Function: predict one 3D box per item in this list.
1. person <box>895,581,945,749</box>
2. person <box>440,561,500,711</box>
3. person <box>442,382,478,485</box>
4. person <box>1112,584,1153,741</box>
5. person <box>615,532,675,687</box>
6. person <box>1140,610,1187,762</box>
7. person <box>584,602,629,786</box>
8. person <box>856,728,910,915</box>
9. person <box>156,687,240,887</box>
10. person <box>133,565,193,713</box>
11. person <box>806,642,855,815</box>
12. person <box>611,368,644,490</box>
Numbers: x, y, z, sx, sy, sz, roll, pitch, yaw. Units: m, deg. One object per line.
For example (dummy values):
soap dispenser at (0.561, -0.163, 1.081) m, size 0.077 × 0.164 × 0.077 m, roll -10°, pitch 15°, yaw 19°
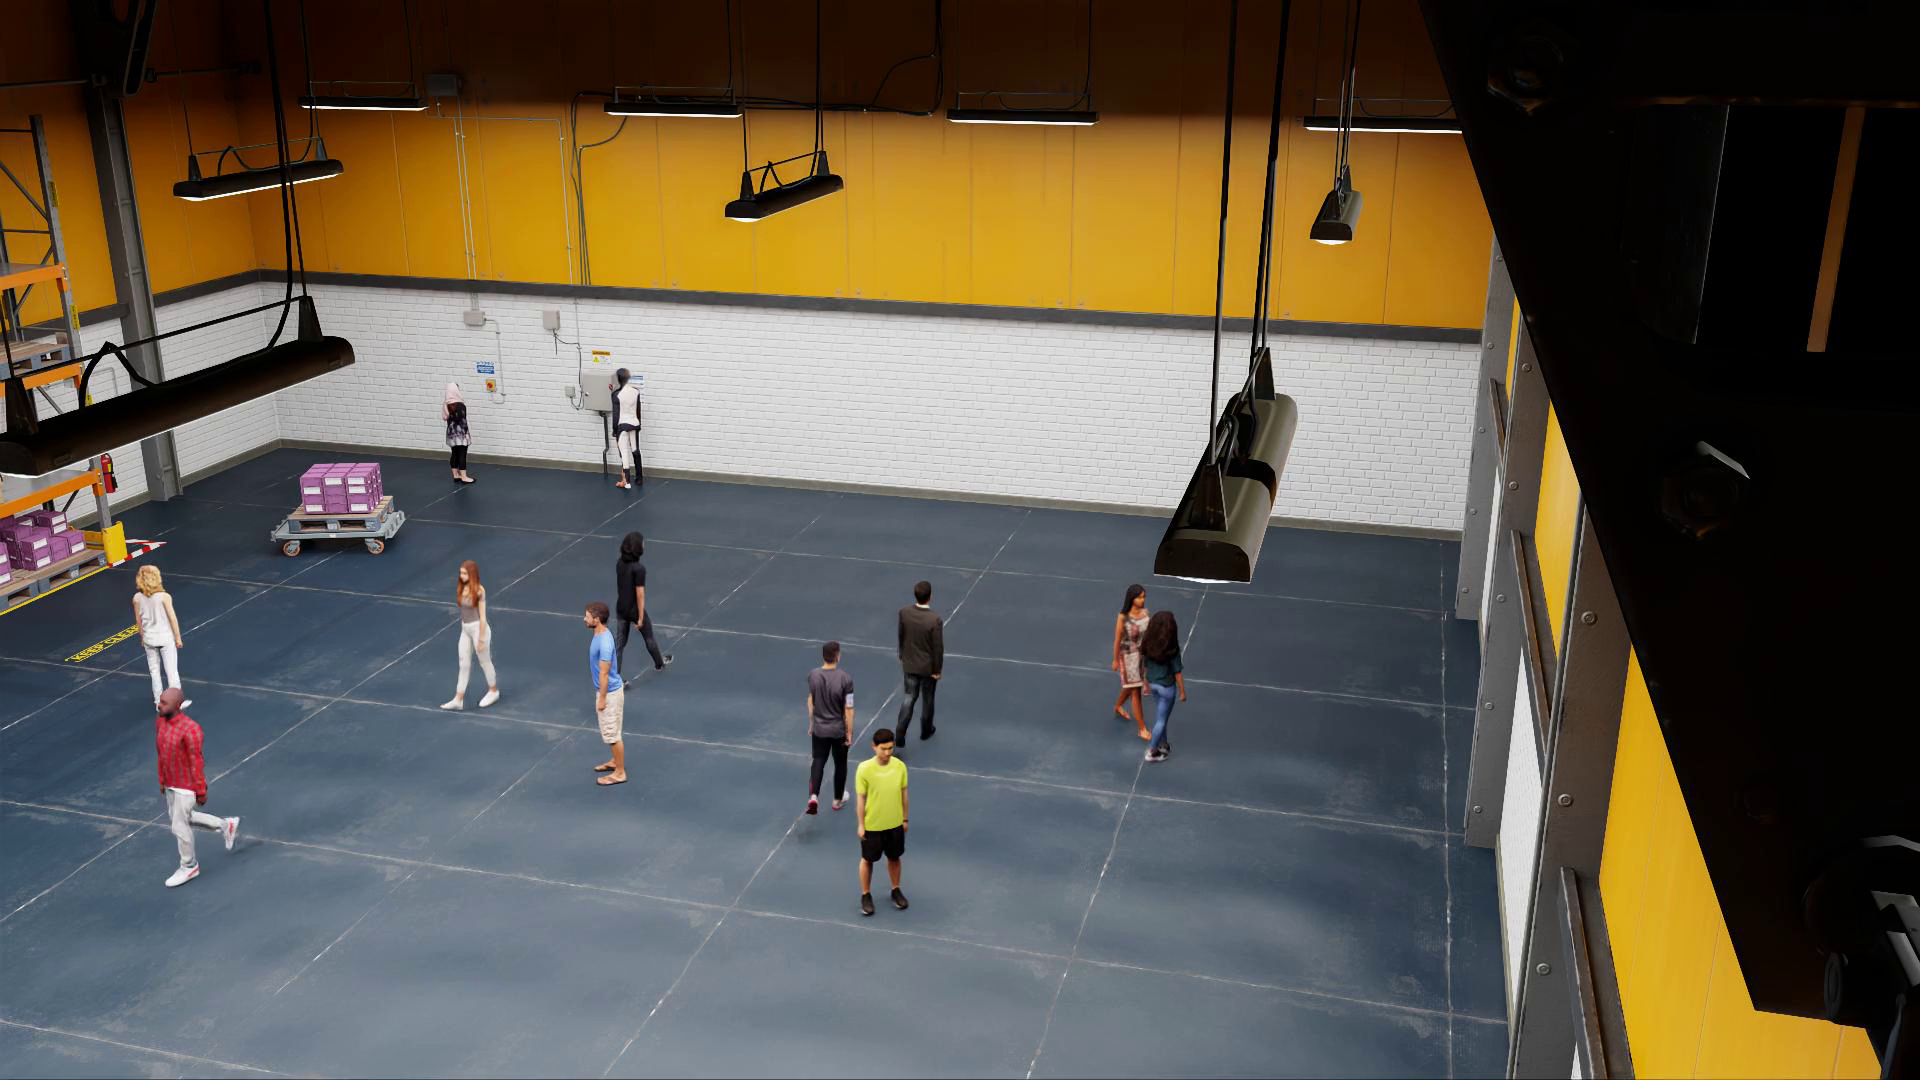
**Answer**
person at (-0.453, 1.300, 17.195) m, size 0.784 × 1.791 × 0.995 m, roll 8°, pitch 20°, yaw 23°
person at (-5.231, 1.012, 18.177) m, size 0.812 × 1.711 × 1.018 m, roll 13°, pitch 22°, yaw 33°
person at (-7.969, -1.707, 26.364) m, size 0.724 × 1.638 × 0.746 m, roll 14°, pitch 23°, yaw 36°
person at (1.803, 1.251, 17.678) m, size 1.055 × 1.576 × 1.082 m, roll -12°, pitch 22°, yaw -31°
person at (-3.750, 0.820, 18.631) m, size 0.897 × 1.785 × 1.230 m, roll 11°, pitch 22°, yaw 30°
person at (2.017, 1.498, 16.902) m, size 0.818 × 1.604 × 0.756 m, roll -16°, pitch 24°, yaw -40°
person at (-3.492, 1.491, 16.514) m, size 0.791 × 1.863 × 0.681 m, roll -5°, pitch 19°, yaw -16°
person at (-0.674, 2.367, 14.164) m, size 0.695 × 1.704 × 0.719 m, roll -7°, pitch 20°, yaw -19°
person at (-6.823, 2.115, 14.760) m, size 0.887 × 1.800 × 1.111 m, roll 12°, pitch 22°, yaw 33°
person at (-8.718, 1.066, 18.080) m, size 0.640 × 1.670 × 0.610 m, roll 1°, pitch 19°, yaw 2°
person at (-1.263, 1.825, 15.711) m, size 0.634 × 1.743 × 0.918 m, roll 5°, pitch 19°, yaw 15°
person at (-5.237, -1.767, 26.146) m, size 0.714 × 1.891 × 0.842 m, roll -18°, pitch 25°, yaw -42°
